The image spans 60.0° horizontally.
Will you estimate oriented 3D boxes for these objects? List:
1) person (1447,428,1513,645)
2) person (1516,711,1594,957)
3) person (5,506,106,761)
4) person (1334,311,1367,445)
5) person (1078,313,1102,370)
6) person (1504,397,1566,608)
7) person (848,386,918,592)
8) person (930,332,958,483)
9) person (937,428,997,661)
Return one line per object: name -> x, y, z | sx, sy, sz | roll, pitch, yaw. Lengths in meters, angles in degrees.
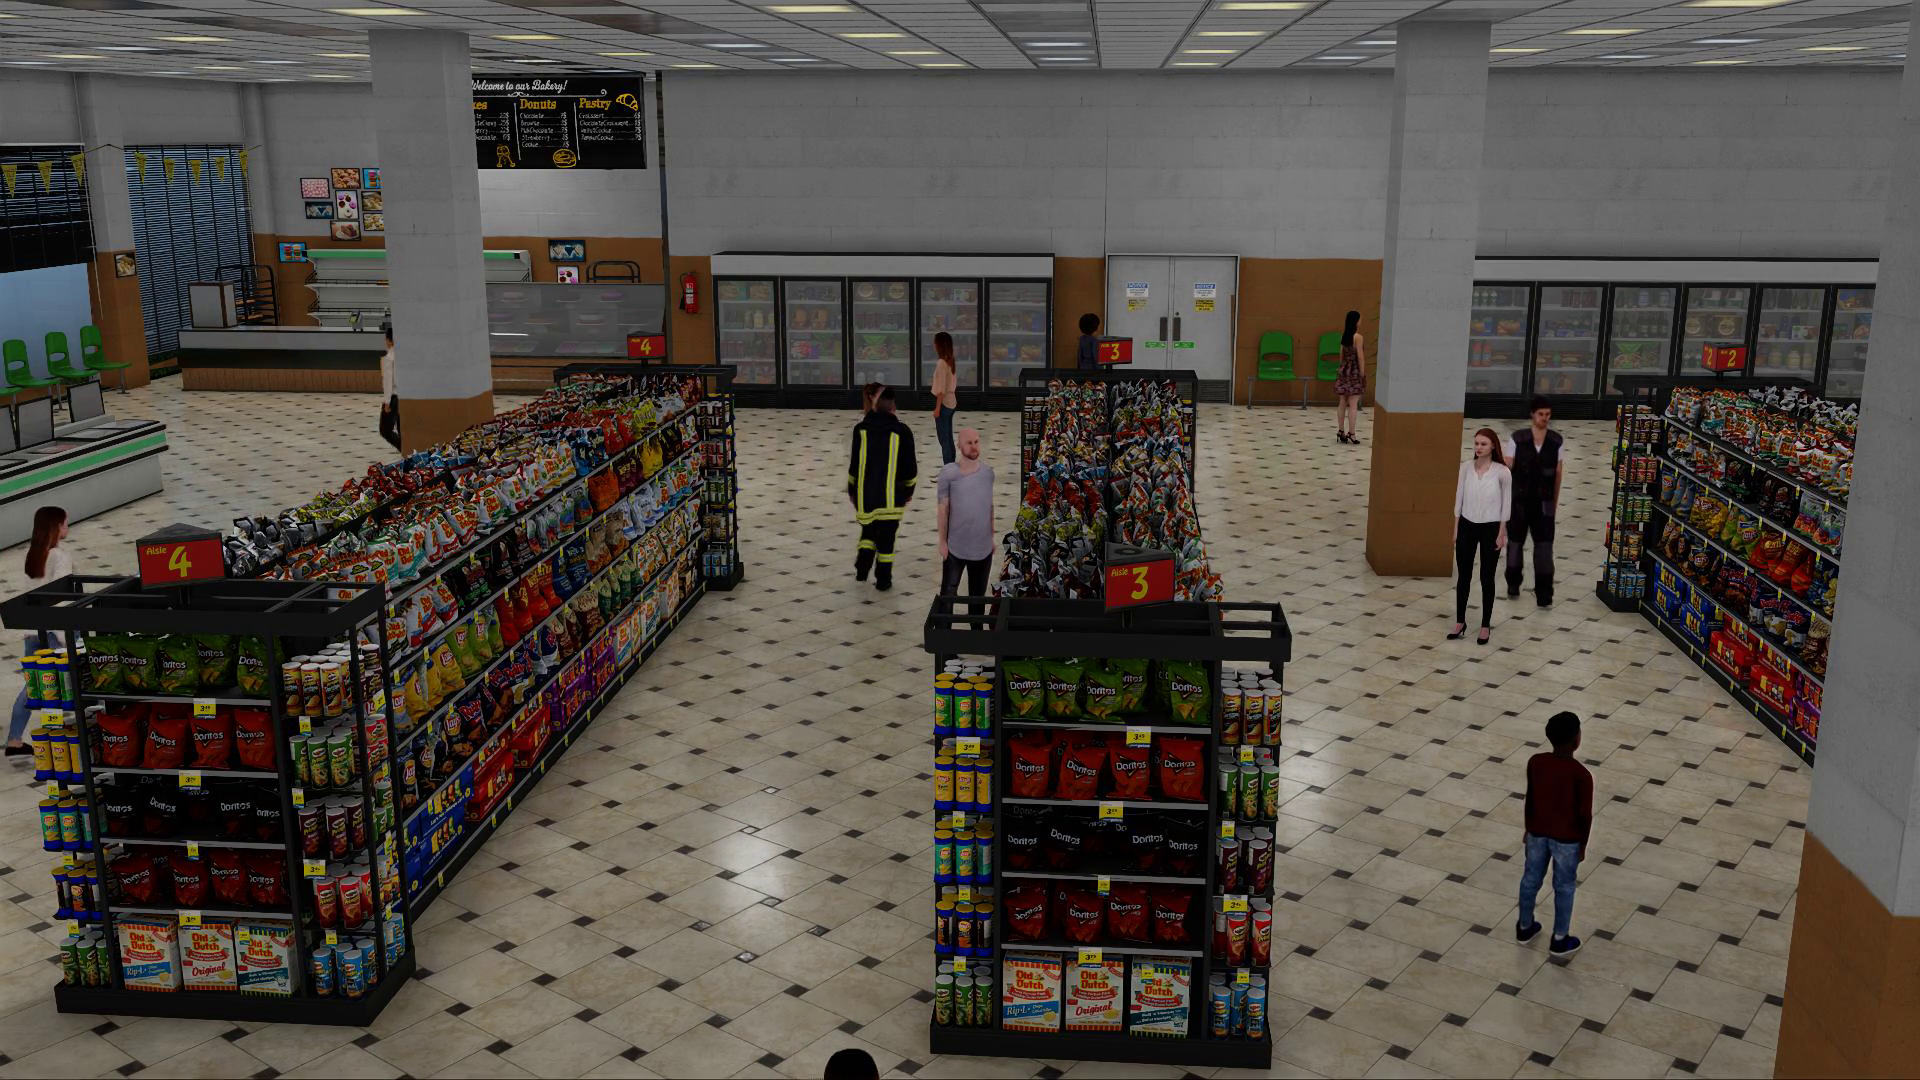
person -> 4.207, -0.035, 13.458 | 0.667, 1.759, 0.669 | 10, 17, 36
person -> 2.984, 1.462, 8.356 | 0.576, 1.254, 0.621 | 12, 18, 40
person -> -6.001, 0.652, 10.871 | 0.953, 1.642, 1.215 | 8, 16, 31
person -> 5.238, -2.180, 22.268 | 0.859, 1.774, 0.782 | -7, 15, -28
person -> 1.751, -2.216, 22.553 | 0.728, 1.710, 0.634 | -8, 16, -29
person -> 4.993, -0.348, 14.640 | 0.753, 1.809, 1.138 | 3, 14, 12
person -> -0.733, -0.443, 14.936 | 0.809, 1.855, 0.744 | 2, 14, 7
person -> -0.175, -1.579, 19.752 | 0.688, 1.792, 0.522 | 4, 14, 16
person -> 0.059, 0.019, 13.069 | 0.762, 1.838, 0.781 | -7, 15, -28
